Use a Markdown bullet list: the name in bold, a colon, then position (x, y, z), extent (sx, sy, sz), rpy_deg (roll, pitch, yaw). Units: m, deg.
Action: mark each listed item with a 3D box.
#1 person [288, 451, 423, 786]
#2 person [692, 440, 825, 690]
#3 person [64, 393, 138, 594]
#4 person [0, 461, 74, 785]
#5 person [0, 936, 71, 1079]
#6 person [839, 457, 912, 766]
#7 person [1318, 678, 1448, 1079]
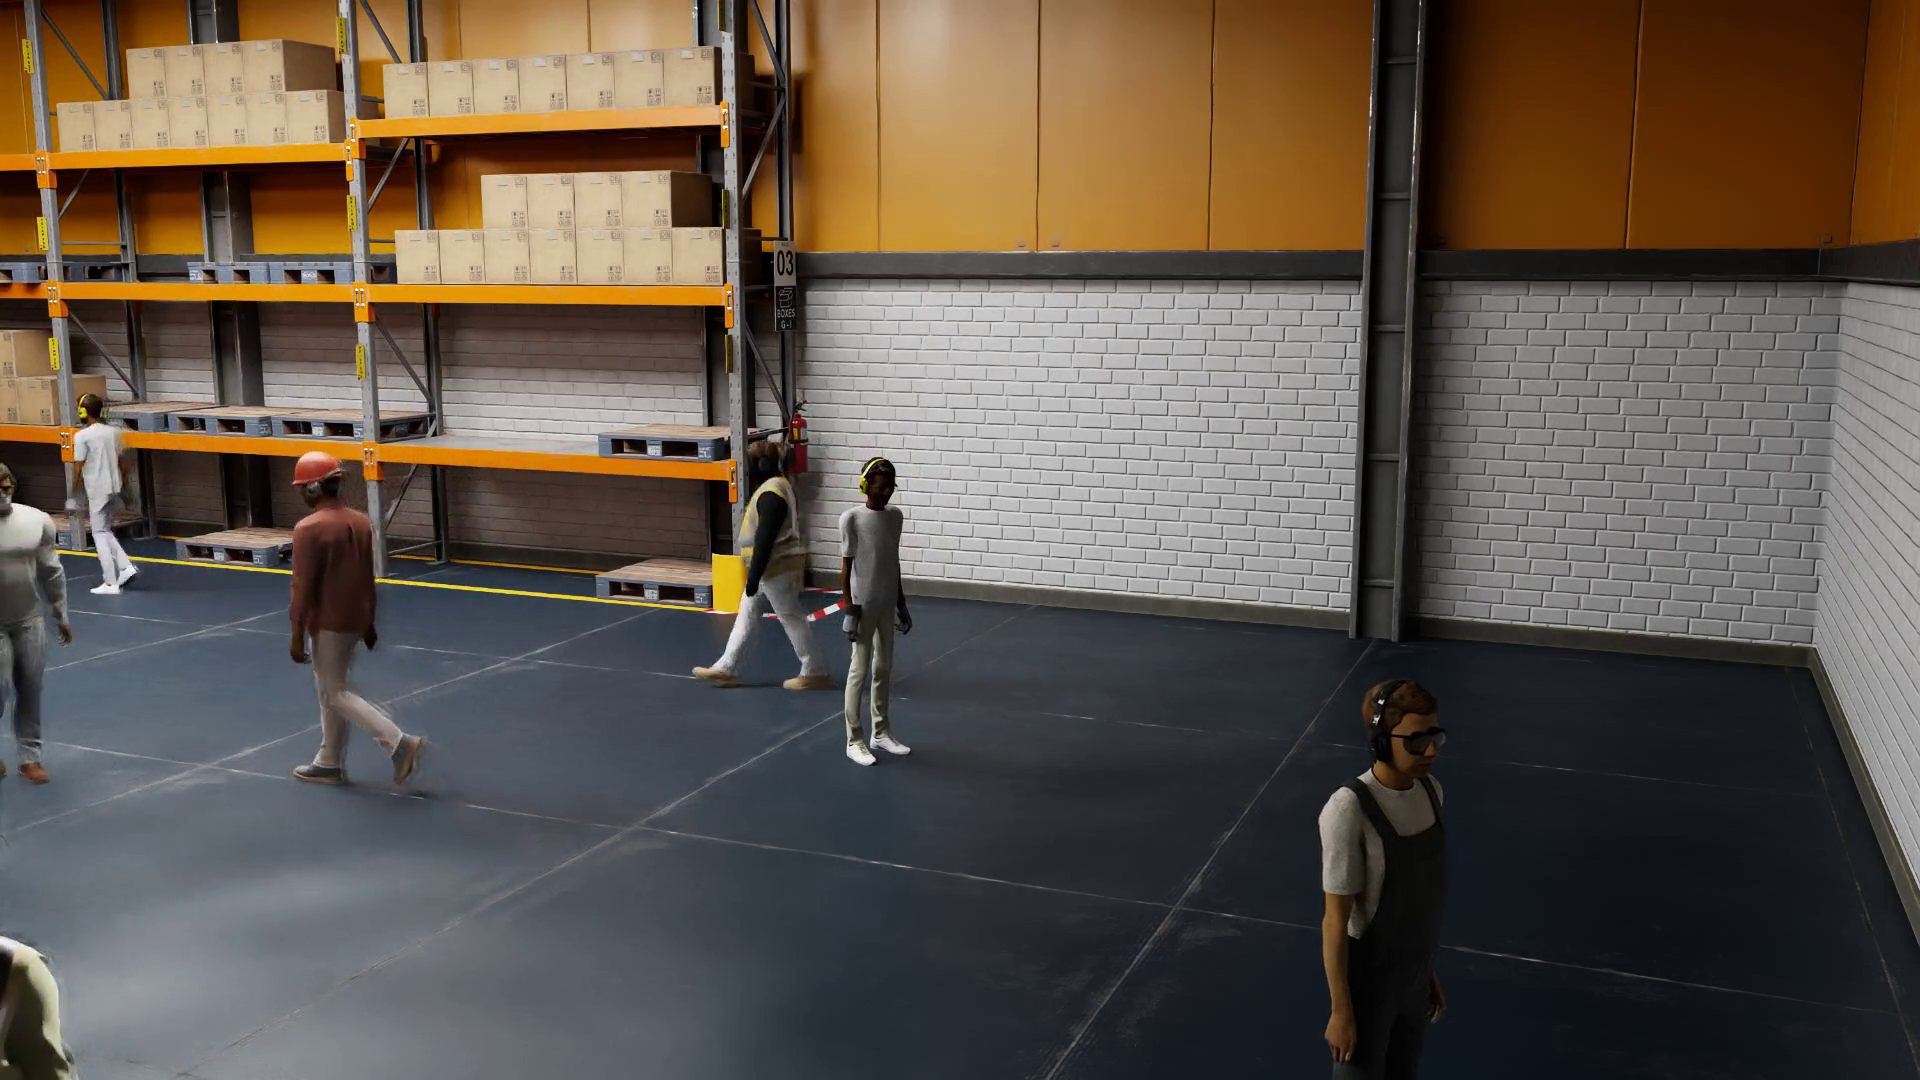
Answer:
- **person**: position (-3.484, 0.476, 9.509), extent (0.849, 1.954, 0.665), rpy_deg (2, 10, 14)
- **person**: position (-1.400, 0.194, 11.719), extent (0.947, 1.789, 0.652), rpy_deg (-1, 9, -8)
- **person**: position (-7.891, -0.414, 15.234), extent (0.397, 1.850, 0.548), rpy_deg (2, 10, 11)
- **person**: position (-5.504, 0.483, 9.582), extent (0.424, 1.919, 0.665), rpy_deg (7, 12, 37)
- **person**: position (-2.322, 1.513, 3.652), extent (0.616, 1.810, 0.657), rpy_deg (-2, 10, -10)
- **person**: position (-0.503, 0.421, 10.127), extent (0.328, 1.865, 0.519), rpy_deg (9, 13, 43)
- **person**: position (1.240, 1.302, 4.844), extent (0.514, 1.845, 0.336), rpy_deg (-9, 13, -42)
